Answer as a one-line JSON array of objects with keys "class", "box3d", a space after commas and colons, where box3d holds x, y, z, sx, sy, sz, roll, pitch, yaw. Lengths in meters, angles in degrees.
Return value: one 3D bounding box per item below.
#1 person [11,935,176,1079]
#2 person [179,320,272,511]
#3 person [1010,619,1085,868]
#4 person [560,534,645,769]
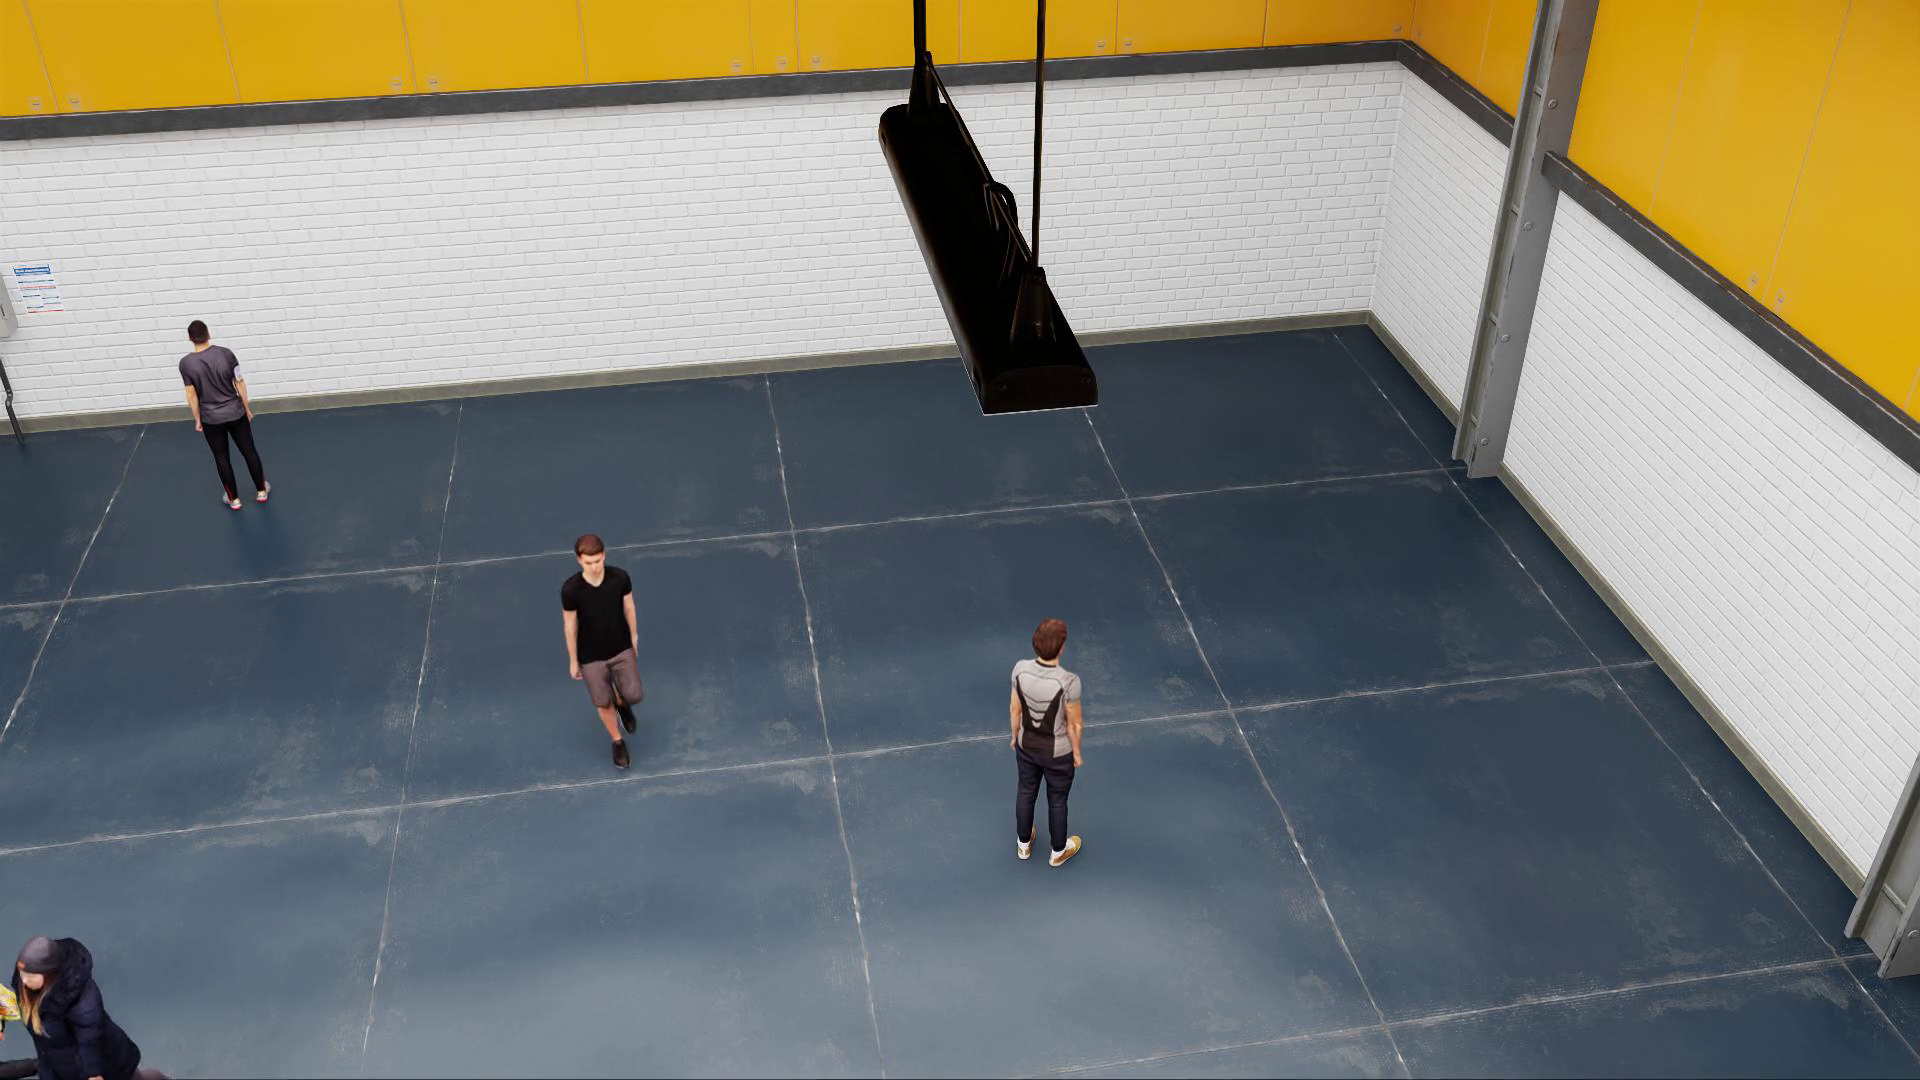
[{"class": "person", "box3d": [-4.568, 2.671, 8.831, 1.027, 1.639, 1.186, 14, 36, 20]}, {"class": "person", "box3d": [-6.373, -1.083, 14.365, 0.697, 1.764, 0.662, -17, 37, -23]}, {"class": "person", "box3d": [0.550, 1.301, 10.661, 0.727, 1.895, 0.749, 14, 36, 20]}, {"class": "person", "box3d": [-2.488, 0.715, 11.584, 0.762, 1.849, 0.877, -13, 36, -18]}]
